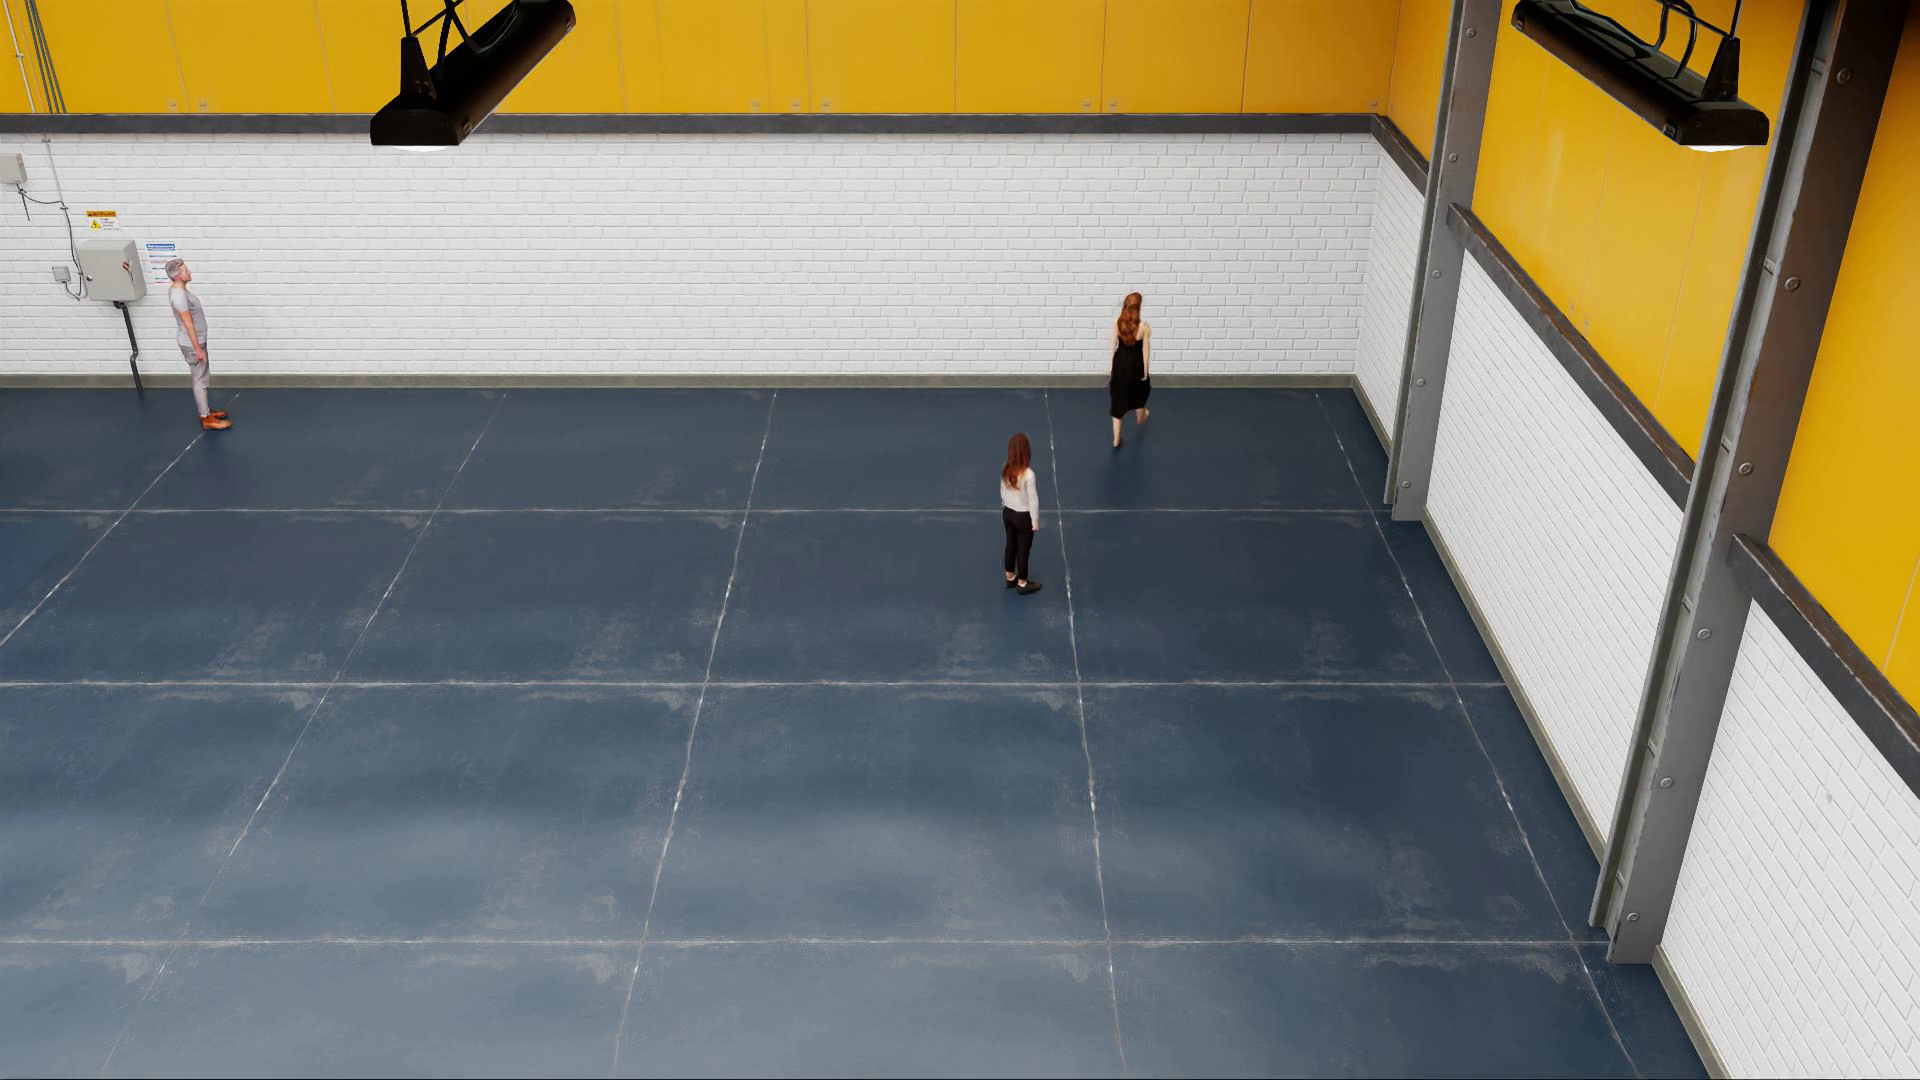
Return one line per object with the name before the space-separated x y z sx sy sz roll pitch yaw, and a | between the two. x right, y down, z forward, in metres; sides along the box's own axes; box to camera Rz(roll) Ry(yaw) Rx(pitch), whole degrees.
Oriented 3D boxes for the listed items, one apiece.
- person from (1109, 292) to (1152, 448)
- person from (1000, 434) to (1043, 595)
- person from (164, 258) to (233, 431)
person | 1.687 -1.703 16.937 0.847 1.581 1.135 10 30 18
person | 0.494 -0.222 14.323 0.719 1.484 0.657 -21 35 -33
person | -7.990 -2.047 17.306 0.832 1.832 0.693 -15 32 -26
